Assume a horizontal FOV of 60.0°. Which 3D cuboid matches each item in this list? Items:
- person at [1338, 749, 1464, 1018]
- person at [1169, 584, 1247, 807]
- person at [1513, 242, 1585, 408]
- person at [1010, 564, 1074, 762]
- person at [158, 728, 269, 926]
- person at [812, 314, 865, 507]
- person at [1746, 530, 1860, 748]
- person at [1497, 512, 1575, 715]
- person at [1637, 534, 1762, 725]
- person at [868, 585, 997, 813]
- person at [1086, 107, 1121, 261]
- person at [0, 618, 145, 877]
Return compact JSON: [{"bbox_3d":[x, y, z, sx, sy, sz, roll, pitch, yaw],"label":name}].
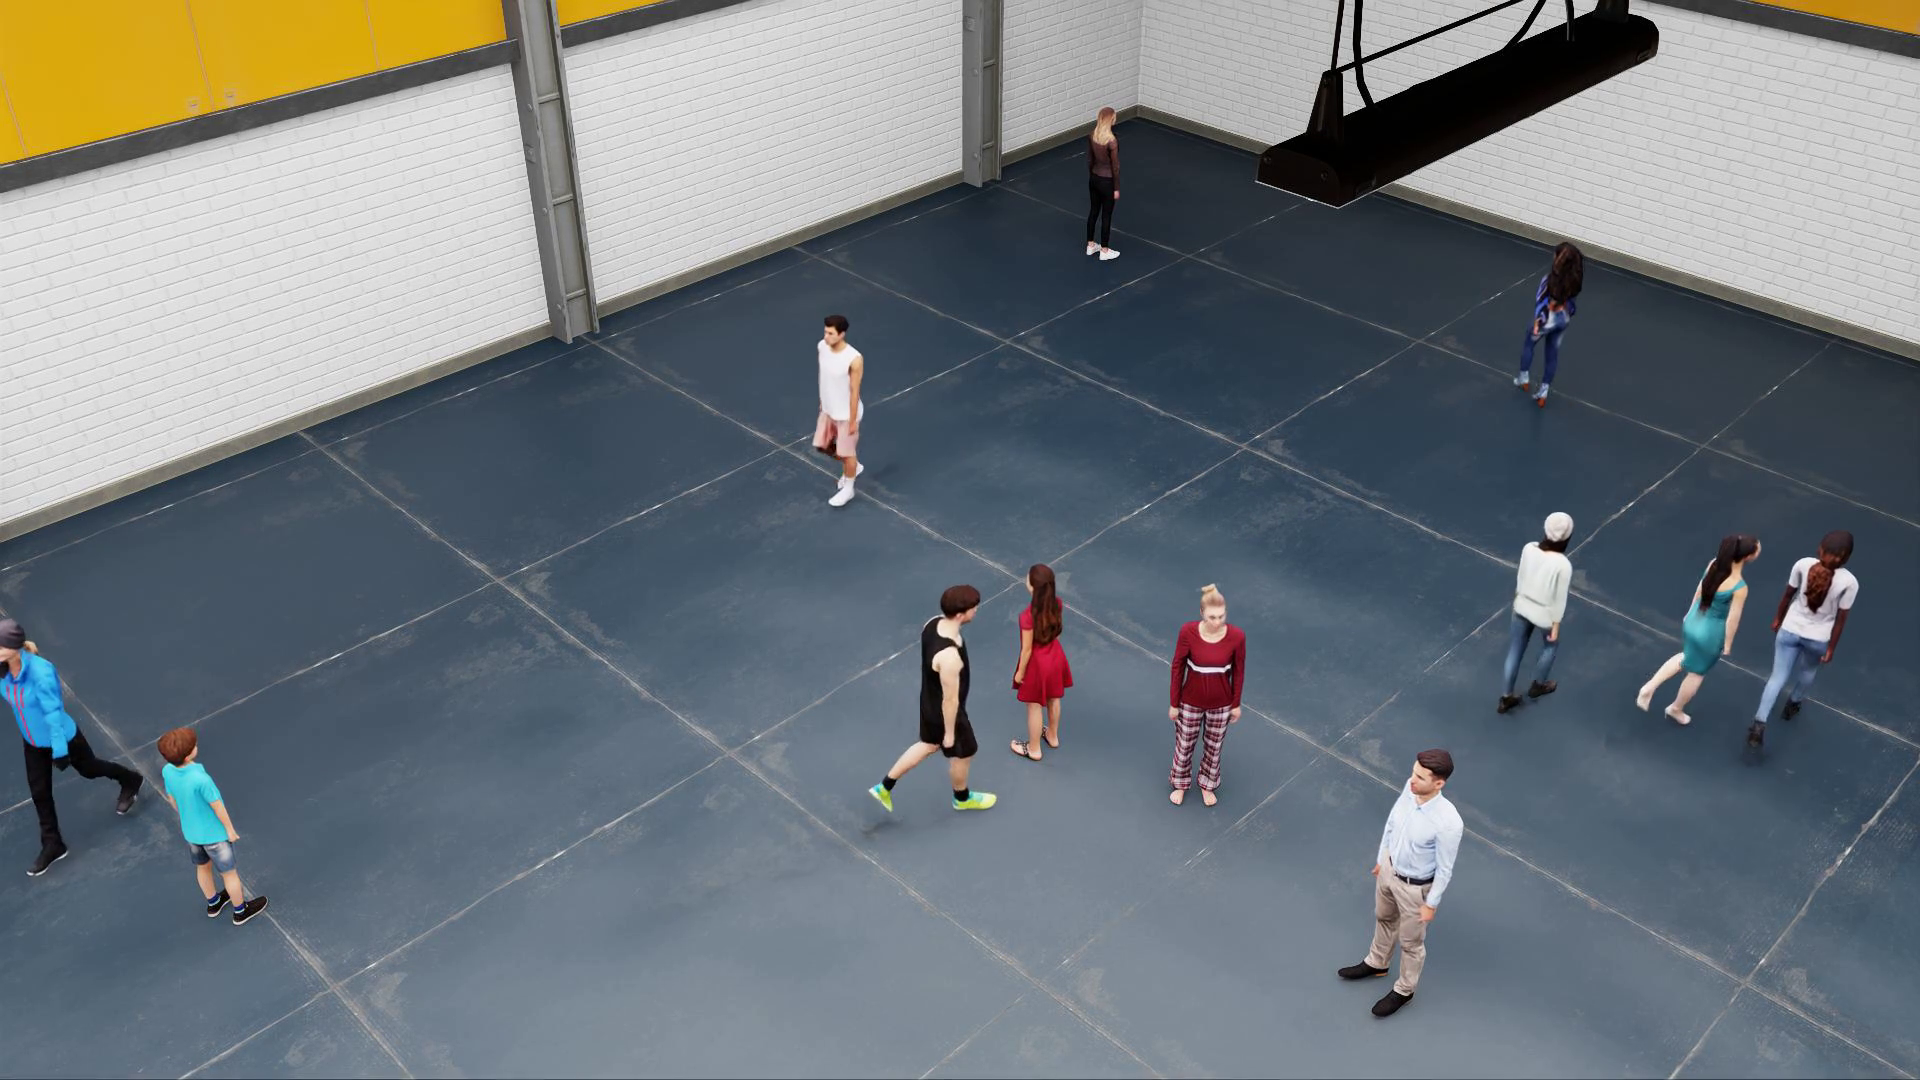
[{"bbox_3d":[2.546,1.912,9.418,0.726,1.847,0.733,-14,36,-20],"label":"person"},{"bbox_3d":[1.606,1.035,10.872,0.681,1.698,0.725,2,34,3],"label":"person"},{"bbox_3d":[5.548,-1.988,15.510,0.825,1.599,0.876,-6,34,-9],"label":"person"},{"bbox_3d":[0.553,0.823,11.323,0.536,1.553,0.600,-27,42,-34],"label":"person"},{"bbox_3d":[-4.578,1.722,10.064,0.585,1.449,0.585,12,36,18],"label":"person"},{"bbox_3d":[-0.945,-1.131,14.059,0.700,1.778,0.650,-29,43,-36],"label":"person"},{"bbox_3d":[5.751,0.703,11.384,0.661,1.685,1.117,24,41,32],"label":"person"},{"bbox_3d":[4.008,0.540,11.674,0.803,1.635,0.645,-26,41,-33],"label":"person"},{"bbox_3d":[5.082,0.650,11.476,0.860,1.671,0.777,-12,36,-18],"label":"person"},{"bbox_3d":[-0.183,1.076,10.661,1.239,1.864,1.067,-11,35,-17],"label":"person"},{"bbox_3d":[1.572,-3.936,18.346,0.535,1.705,0.625,-24,40,-31],"label":"person"},{"bbox_3d":[-5.670,1.214,10.555,0.925,1.751,1.241,13,36,19],"label":"person"}]
